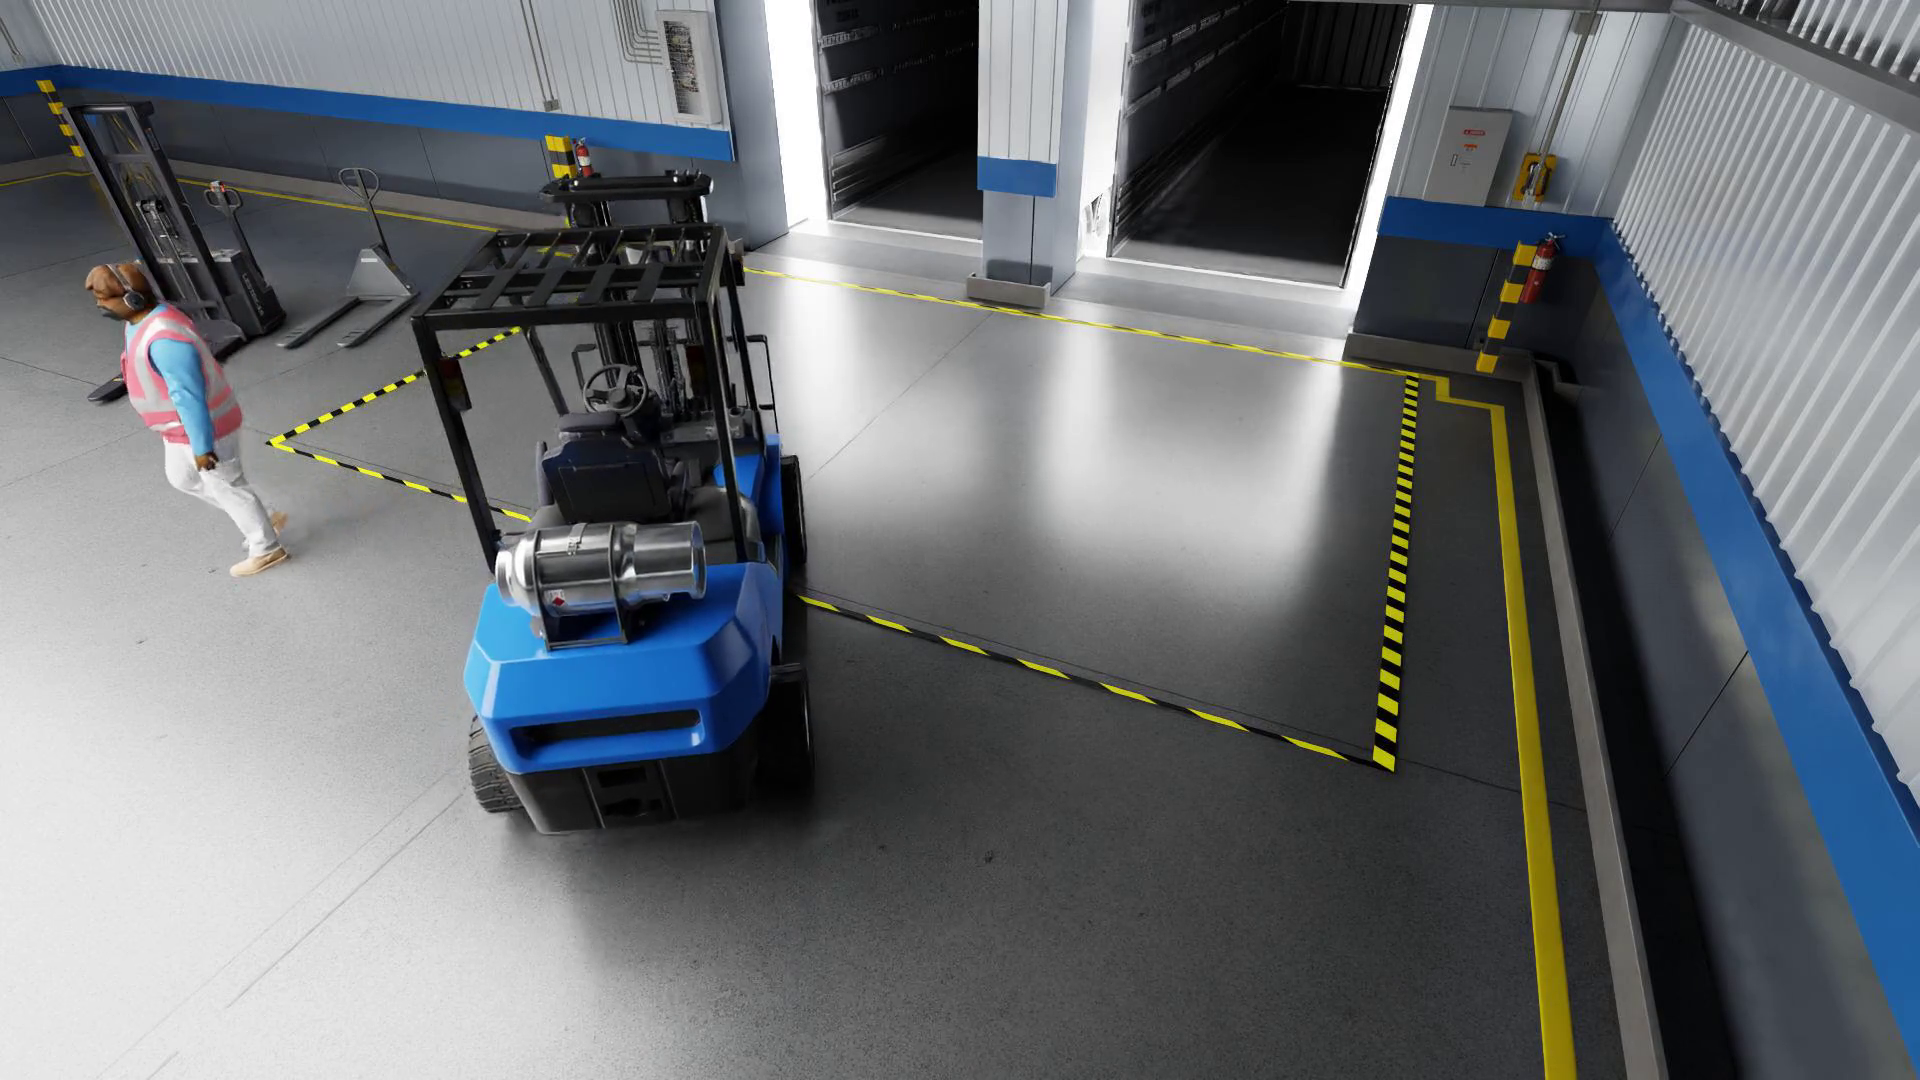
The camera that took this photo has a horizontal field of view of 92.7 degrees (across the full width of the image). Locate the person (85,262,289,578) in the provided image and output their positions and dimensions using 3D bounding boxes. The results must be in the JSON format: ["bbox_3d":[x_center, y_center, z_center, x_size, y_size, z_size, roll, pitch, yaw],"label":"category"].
[{"bbox_3d":[-4.211,-0.621,5.052,0.460,1.826,0.653,-29,44,-35],"label":"person"}]

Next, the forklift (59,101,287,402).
[{"bbox_3d":[-6.686,-2.387,7.434,0.823,1.965,1.885,-3,35,-5],"label":"forklift"}]

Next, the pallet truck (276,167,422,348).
[{"bbox_3d":[-5.732,-2.611,8.414,0.680,1.201,1.601,-1,35,-1],"label":"pallet truck"}]

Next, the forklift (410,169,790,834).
[{"bbox_3d":[-1.474,-0.359,4.224,1.157,2.036,2.680,-5,35,-7],"label":"forklift"}]
